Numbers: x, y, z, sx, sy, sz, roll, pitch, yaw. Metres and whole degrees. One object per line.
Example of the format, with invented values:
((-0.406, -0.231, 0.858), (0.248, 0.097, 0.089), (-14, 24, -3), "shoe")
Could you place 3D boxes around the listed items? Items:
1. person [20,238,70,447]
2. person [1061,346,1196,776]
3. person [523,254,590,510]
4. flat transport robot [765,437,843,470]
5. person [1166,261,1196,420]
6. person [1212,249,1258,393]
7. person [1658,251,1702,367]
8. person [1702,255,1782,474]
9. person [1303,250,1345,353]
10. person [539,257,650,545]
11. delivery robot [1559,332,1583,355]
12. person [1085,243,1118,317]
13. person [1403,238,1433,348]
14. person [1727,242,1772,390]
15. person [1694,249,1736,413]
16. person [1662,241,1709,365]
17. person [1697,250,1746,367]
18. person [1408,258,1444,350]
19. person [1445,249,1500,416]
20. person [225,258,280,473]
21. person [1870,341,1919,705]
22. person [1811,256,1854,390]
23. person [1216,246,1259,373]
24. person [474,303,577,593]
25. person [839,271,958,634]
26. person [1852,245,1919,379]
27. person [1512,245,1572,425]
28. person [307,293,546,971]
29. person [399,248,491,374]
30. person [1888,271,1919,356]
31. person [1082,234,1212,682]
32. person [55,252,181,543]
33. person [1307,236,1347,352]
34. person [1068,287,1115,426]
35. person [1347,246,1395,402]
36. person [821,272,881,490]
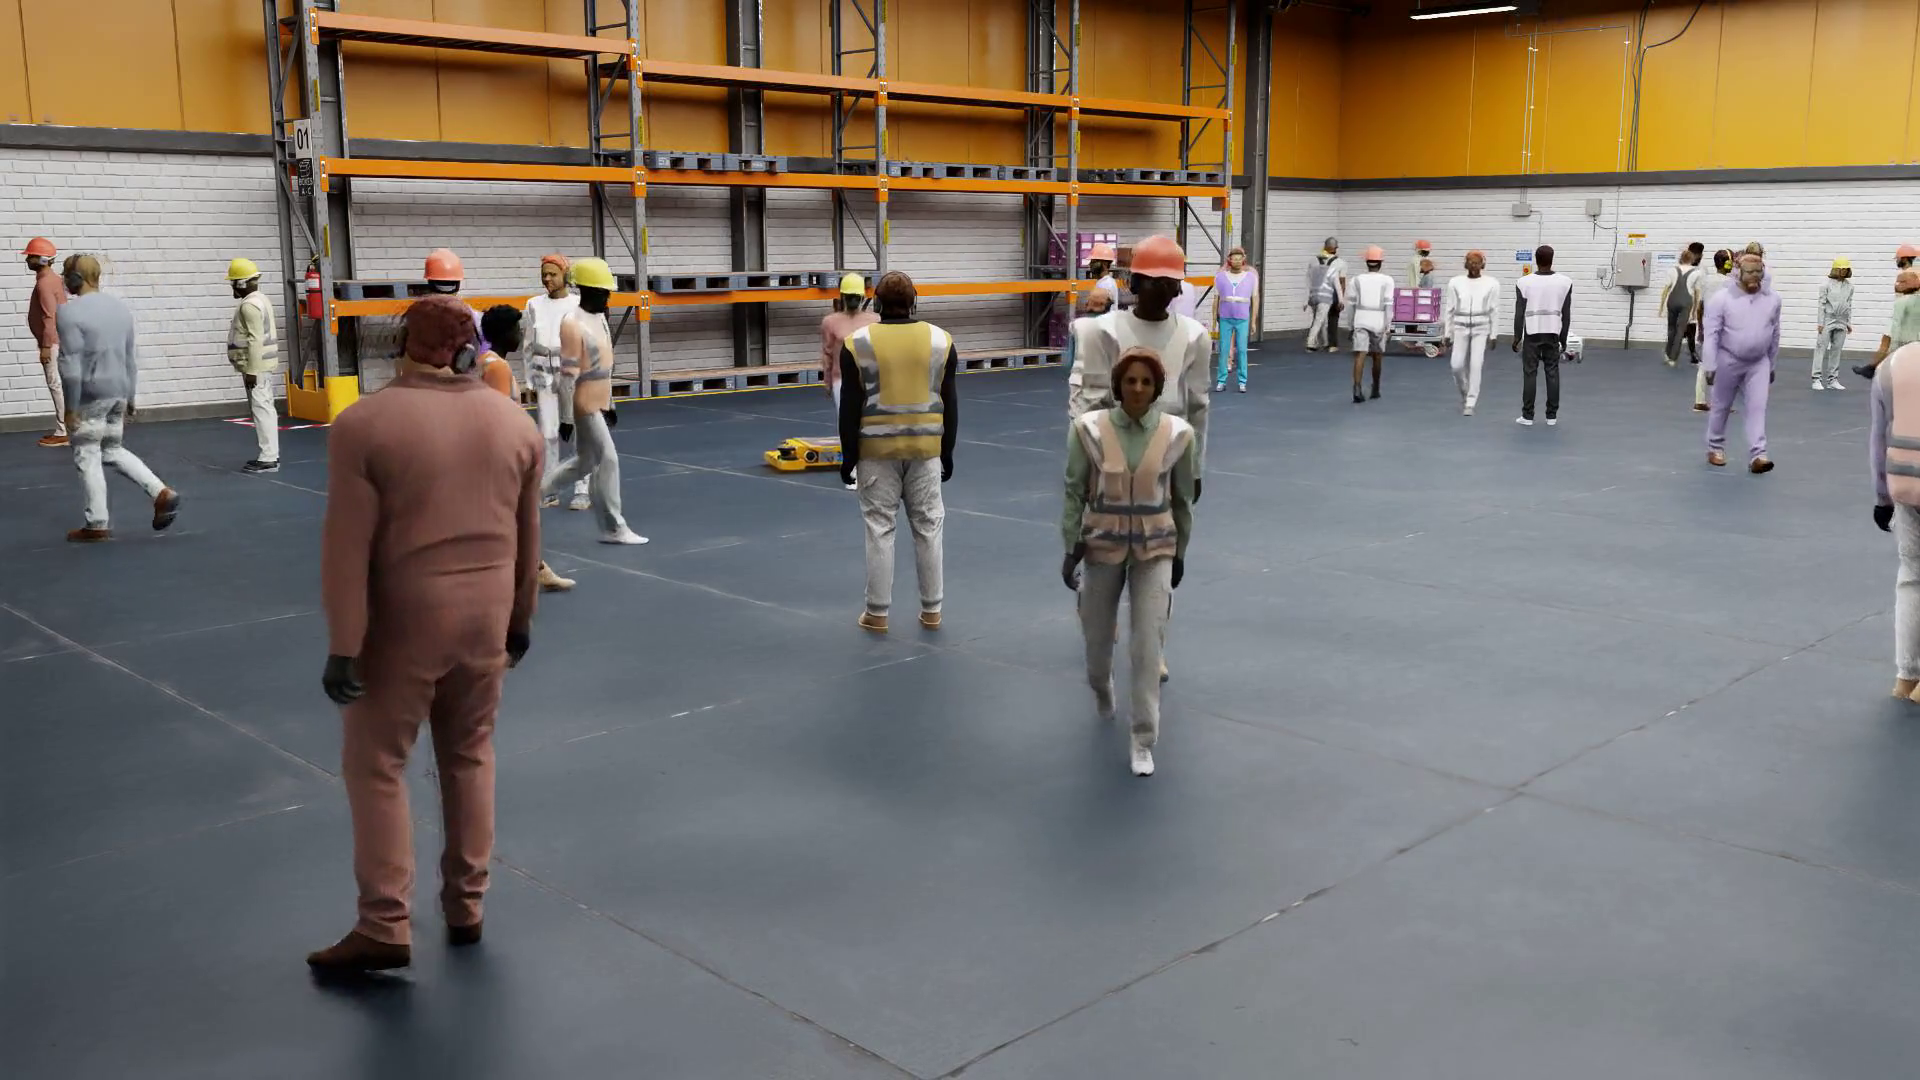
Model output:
((-8.768, -1.903, 16.037), (0.372, 1.997, 0.622), (-4, 11, -21), "person")
((0.647, 0.044, 6.467), (0.517, 1.613, 0.688), (1, 10, 3), "person")
((-2.958, -1.159, 12.300), (0.574, 1.882, 0.356), (2, 11, 11), "person")
((-0.951, -0.783, 14.644), (1.431, 0.197, 0.652), (-3, 11, -18), "flat transport robot")
((1.996, -1.774, 15.564), (0.533, 1.917, 0.603), (8, 13, 36), "person")
((3.545, -2.823, 21.479), (0.573, 1.840, 0.376), (3, 11, 14), "person")
((11.152, -3.576, 25.768), (0.581, 1.770, 0.984), (6, 12, 32), "person")
((6.733, -1.515, 14.316), (0.672, 1.848, 1.014), (1, 10, 5), "person")
((6.278, -4.114, 28.749), (0.944, 1.768, 0.614), (-8, 13, -38), "person")
((-2.496, -0.889, 10.804), (0.836, 1.887, 0.621), (0, 10, 2), "person")
((9.650, -3.156, 26.552), (0.477, 0.478, 0.707), (0, 10, -3), "delivery robot")
((1.442, -2.061, 17.056), (0.347, 1.941, 0.550), (1, 10, 8), "person")
((8.221, -4.400, 29.754), (0.414, 1.968, 0.724), (3, 11, 18), "person")
((10.243, -2.898, 21.631), (0.355, 1.936, 0.635), (-6, 12, -28), "person")
((8.661, -2.384, 19.011), (0.315, 1.869, 0.534), (-4, 11, -22), "person")
((11.457, -3.726, 26.175), (0.611, 1.935, 0.915), (-4, 11, -23), "person")
((11.514, -3.363, 24.574), (0.615, 1.800, 0.977), (-7, 13, -35), "person")
((8.277, -4.152, 29.348), (0.573, 1.622, 0.501), (0, 10, 1), "person")
((5.788, -2.347, 18.794), (0.591, 1.870, 0.541), (4, 11, 22), "person")
((-6.049, -1.489, 14.239), (0.403, 1.828, 0.597), (-3, 11, -15), "person")
((4.213, -0.176, 7.116), (0.467, 1.828, 0.653), (-4, 11, -20), "person")
((11.488, -2.839, 21.833), (0.483, 1.745, 0.299), (-2, 11, -9), "person")
((4.121, -3.443, 24.804), (0.649, 1.874, 0.877), (1, 10, 7), "person")
((-2.661, -0.502, 9.350), (0.867, 1.647, 0.536), (-1, 10, -6), "person")
((-0.319, -0.440, 8.488), (0.621, 1.845, 0.429), (-3, 11, -15), "person")
((13.121, -3.157, 23.201), (0.553, 1.879, 1.032), (-9, 14, -42), "person")
((6.212, -2.180, 17.782), (0.590, 1.913, 0.396), (1, 10, 4), "person")
((-1.506, 0.243, 4.718), (0.460, 1.862, 0.759), (9, 14, 42), "person")
((-3.038, -0.759, 9.951), (0.552, 1.942, 0.340), (-1, 10, -3), "person")
((10.817, -2.260, 18.993), (0.512, 1.620, 0.527), (-6, 12, -28), "person")
((0.839, -0.383, 7.667), (0.629, 2.029, 0.581), (-1, 10, -6), "person")
((-5.592, -0.924, 10.936), (0.636, 1.924, 0.634), (1, 10, 8), "person")
((6.329, -4.260, 28.775), (0.699, 2.000, 0.764), (6, 12, 29), "person")
((1.106, -1.253, 13.569), (0.529, 1.588, 0.820), (5, 12, 26), "person")
((4.997, -2.633, 20.309), (0.557, 1.899, 0.971), (4, 11, 23), "person")
((-0.857, -1.299, 13.471), (0.520, 1.742, 0.688), (-1, 10, -6), "person")
